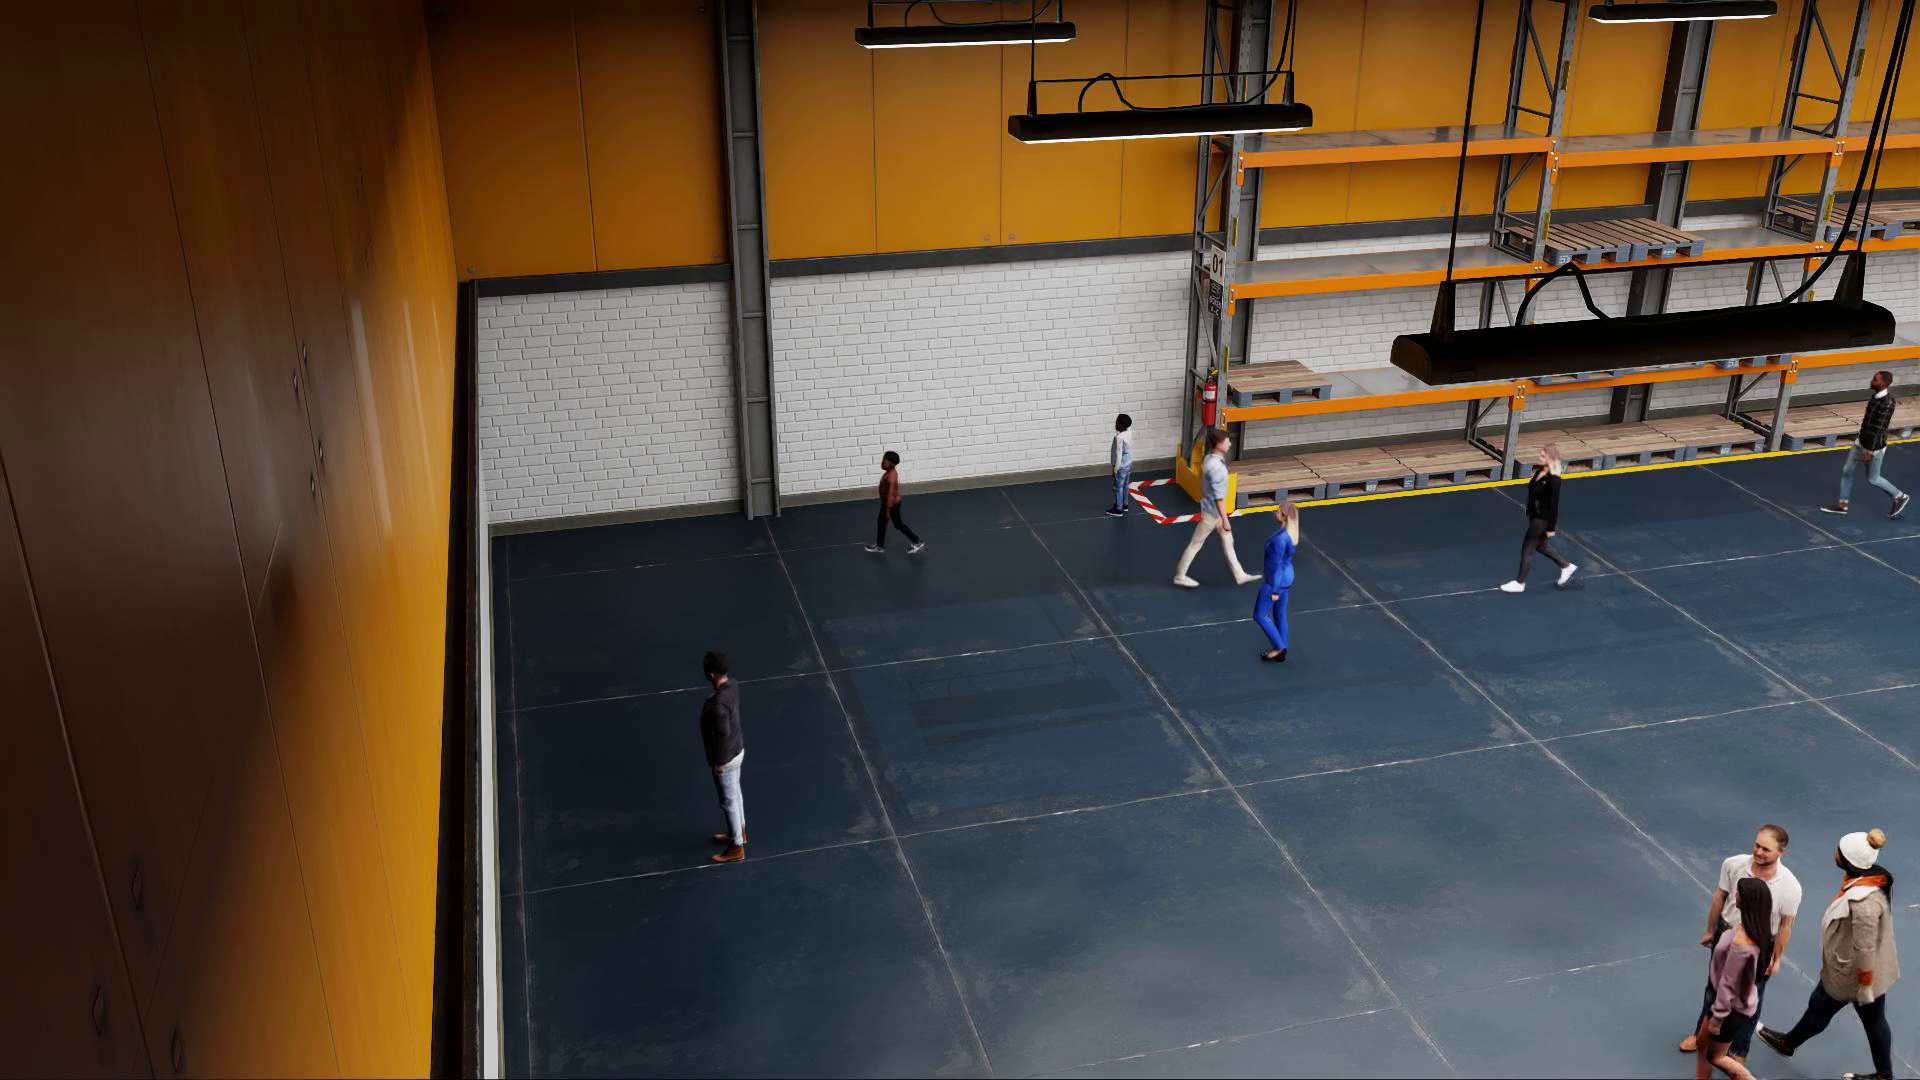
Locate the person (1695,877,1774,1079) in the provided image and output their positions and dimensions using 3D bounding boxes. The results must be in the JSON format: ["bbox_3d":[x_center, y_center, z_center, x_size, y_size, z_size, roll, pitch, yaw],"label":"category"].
[{"bbox_3d":[4.897,2.964,10.358,1.022,1.776,0.989,15,28,30],"label":"person"}]

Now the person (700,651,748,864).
[{"bbox_3d":[-1.848,1.695,13.188,0.660,1.835,0.714,1,24,2],"label":"person"}]

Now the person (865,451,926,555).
[{"bbox_3d":[-0.704,-0.405,18.741,0.952,1.235,0.659,-1,24,-3],"label":"person"}]

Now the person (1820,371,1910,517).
[{"bbox_3d":[10.854,-1.092,19.625,1.234,1.786,0.896,2,24,4],"label":"person"}]

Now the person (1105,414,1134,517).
[{"bbox_3d":[1.929,-0.915,19.877,0.630,1.261,0.568,14,27,29],"label":"person"}]

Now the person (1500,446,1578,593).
[{"bbox_3d":[6.296,-0.204,17.751,1.112,1.660,0.749,-2,24,-5],"label":"person"}]

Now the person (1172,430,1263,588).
[{"bbox_3d":[2.605,-0.291,17.777,1.292,1.798,1.009,4,24,9],"label":"person"}]

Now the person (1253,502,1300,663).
[{"bbox_3d":[3.207,0.446,16.226,0.788,1.691,0.748,10,25,21],"label":"person"}]

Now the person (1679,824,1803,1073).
[{"bbox_3d":[5.201,2.651,10.976,0.728,1.856,0.748,-18,30,-36],"label":"person"}]

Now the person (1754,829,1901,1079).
[{"bbox_3d":[5.897,2.771,10.719,1.150,1.841,1.179,16,28,32],"label":"person"}]
